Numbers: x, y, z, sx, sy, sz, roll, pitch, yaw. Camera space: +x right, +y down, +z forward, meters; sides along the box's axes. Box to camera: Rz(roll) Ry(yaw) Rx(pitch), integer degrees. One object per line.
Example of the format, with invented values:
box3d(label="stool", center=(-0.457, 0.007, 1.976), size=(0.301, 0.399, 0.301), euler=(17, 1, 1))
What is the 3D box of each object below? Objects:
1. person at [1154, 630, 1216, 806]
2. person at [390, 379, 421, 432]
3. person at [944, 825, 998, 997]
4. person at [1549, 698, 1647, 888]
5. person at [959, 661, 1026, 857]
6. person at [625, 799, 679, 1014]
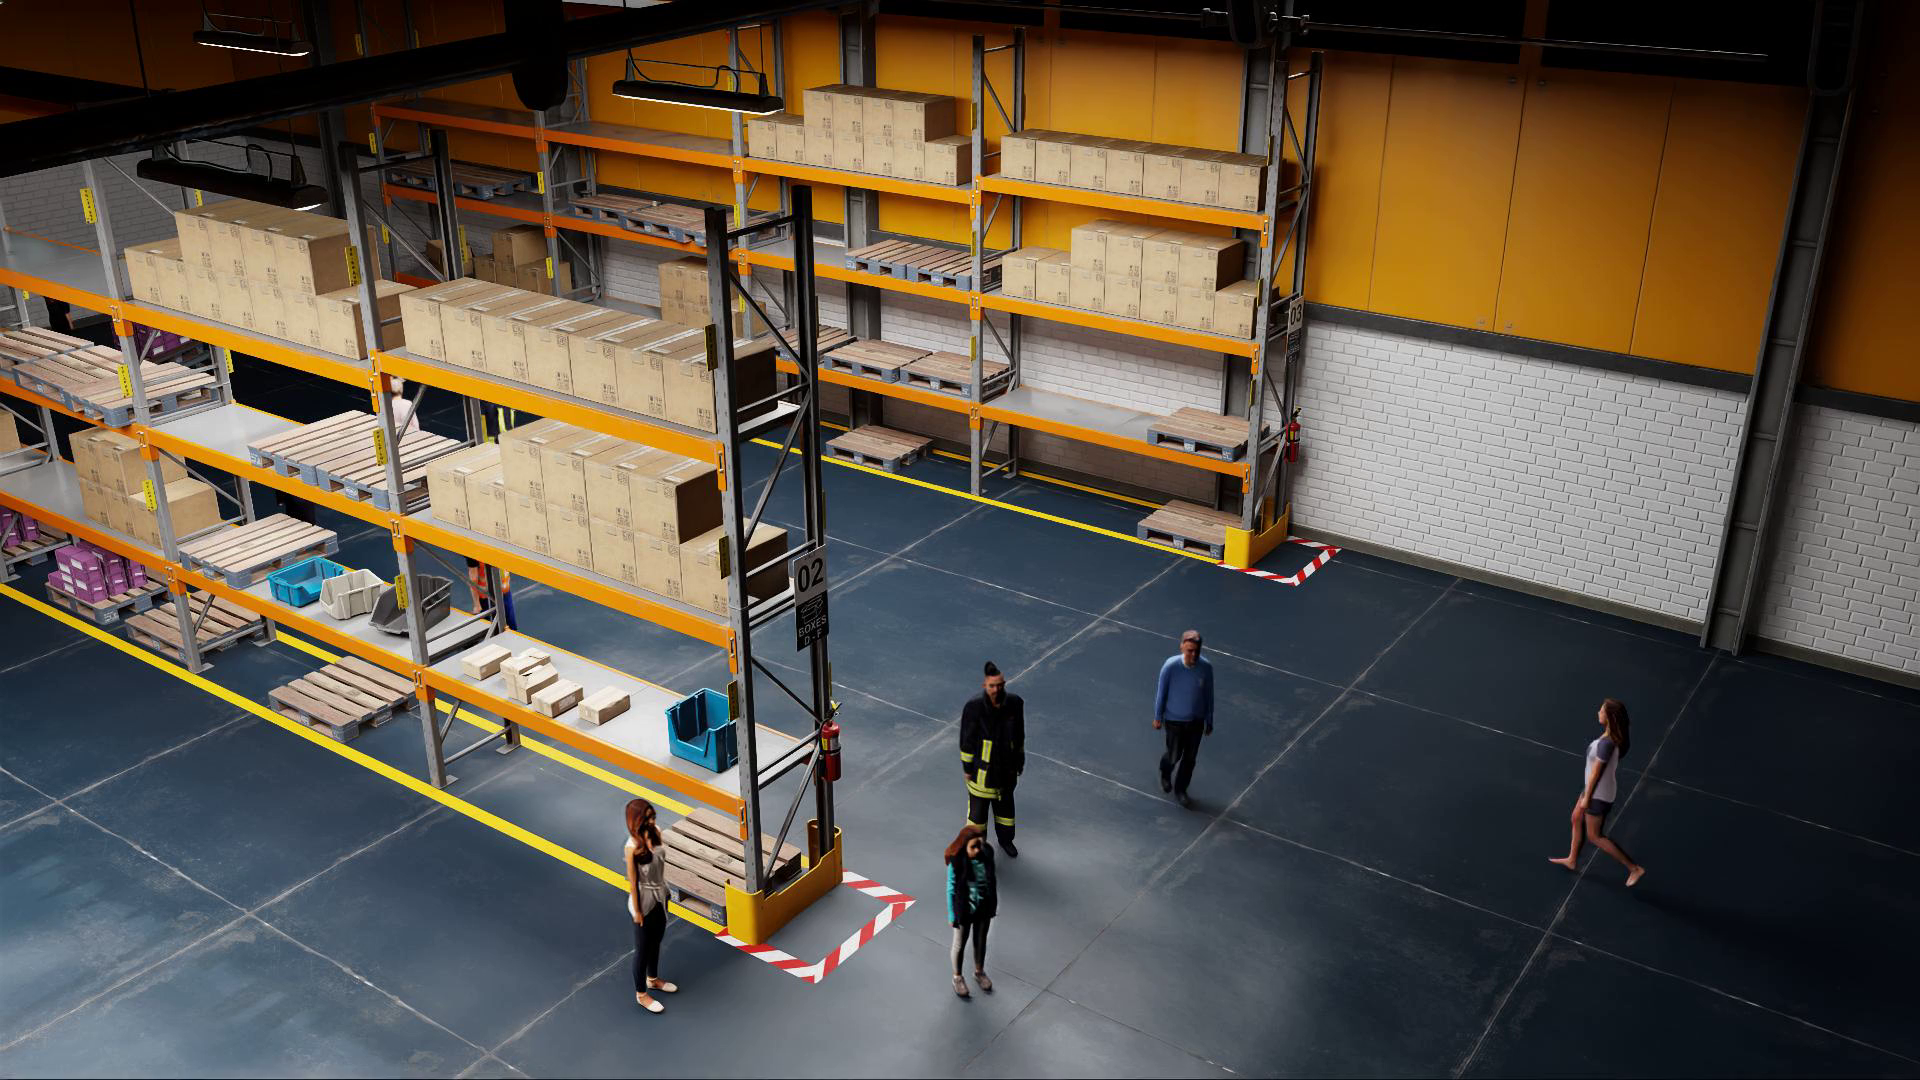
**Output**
box3d(label="person", center=(2.036, 1.571, 15.271), size=(0.873, 1.791, 0.933), euler=(-5, 24, -11))
box3d(label="person", center=(-7.357, -1.306, 21.977), size=(0.706, 1.692, 0.755), euler=(-6, 24, -13))
box3d(label="person", center=(0.083, 2.816, 12.791), size=(0.673, 1.498, 0.713), euler=(-10, 26, -22))
box3d(label="person", center=(5.478, 2.168, 14.023), size=(1.027, 1.698, 0.662), euler=(13, 27, 28))
box3d(label="person", center=(0.287, 1.902, 14.429), size=(0.877, 1.860, 0.917), euler=(-7, 24, -15))
box3d(label="person", center=(-2.375, 2.734, 12.619), size=(0.608, 1.784, 0.651), euler=(9, 25, 19))
